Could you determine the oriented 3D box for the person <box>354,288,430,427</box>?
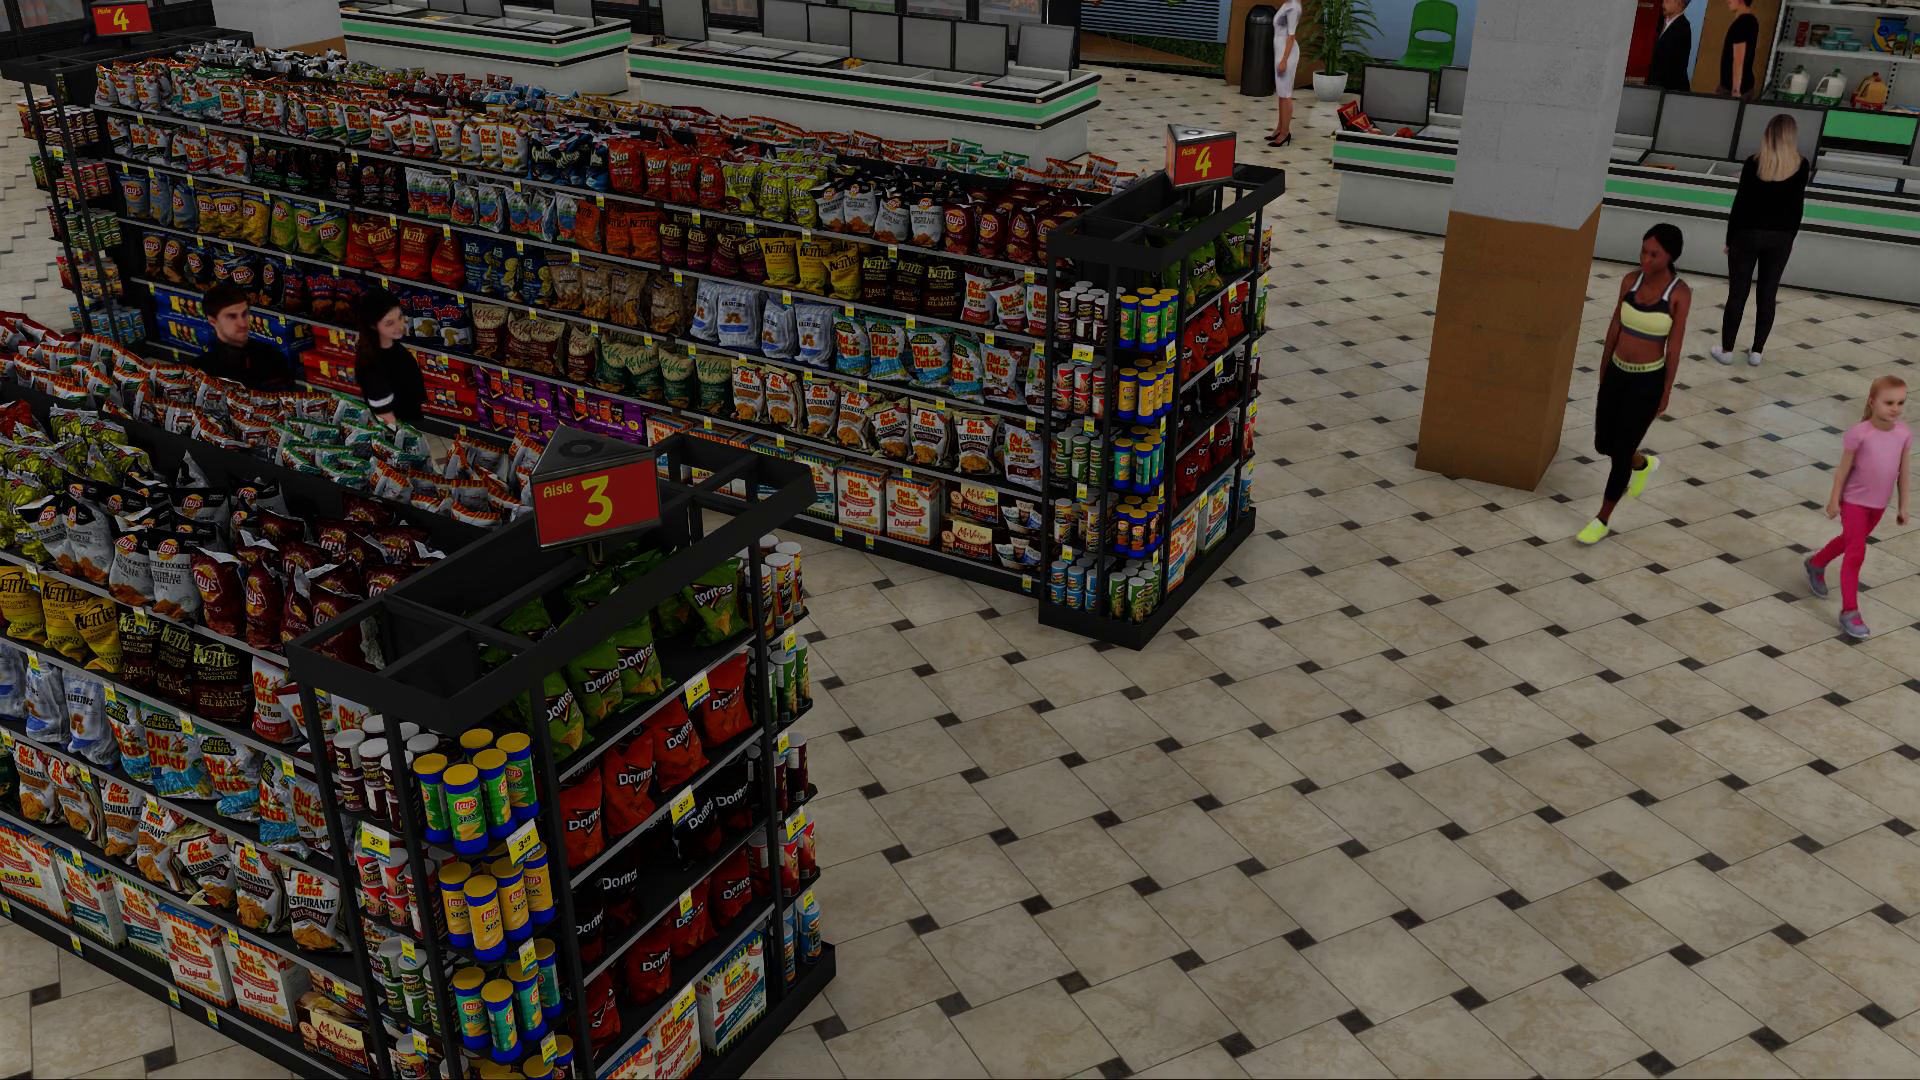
[{"bbox_3d":[-2.869,-0.486,8.252,0.814,1.600,0.765,-10,29,-20],"label":"person"}]

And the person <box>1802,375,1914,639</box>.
[{"bbox_3d":[4.384,-0.223,8.116,0.885,1.254,0.882,-3,27,-7],"label":"person"}]

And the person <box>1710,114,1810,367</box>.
[{"bbox_3d":[5.357,-1.992,11.128,0.570,1.685,0.721,6,28,12],"label":"person"}]

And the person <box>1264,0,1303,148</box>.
[{"bbox_3d":[3.278,-4.857,16.705,0.643,1.751,0.636,1,27,3],"label":"person"}]

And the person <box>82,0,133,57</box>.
[{"bbox_3d":[-10.267,-6.411,19.664,1.173,1.847,0.969,-1,27,-1],"label":"person"}]

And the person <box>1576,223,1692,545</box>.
[{"bbox_3d":[3.617,-0.827,8.777,0.841,1.735,0.956,-21,33,-35],"label":"person"}]

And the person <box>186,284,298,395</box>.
[{"bbox_3d":[-3.256,-0.285,7.605,0.919,1.828,0.802,20,33,34],"label":"person"}]
